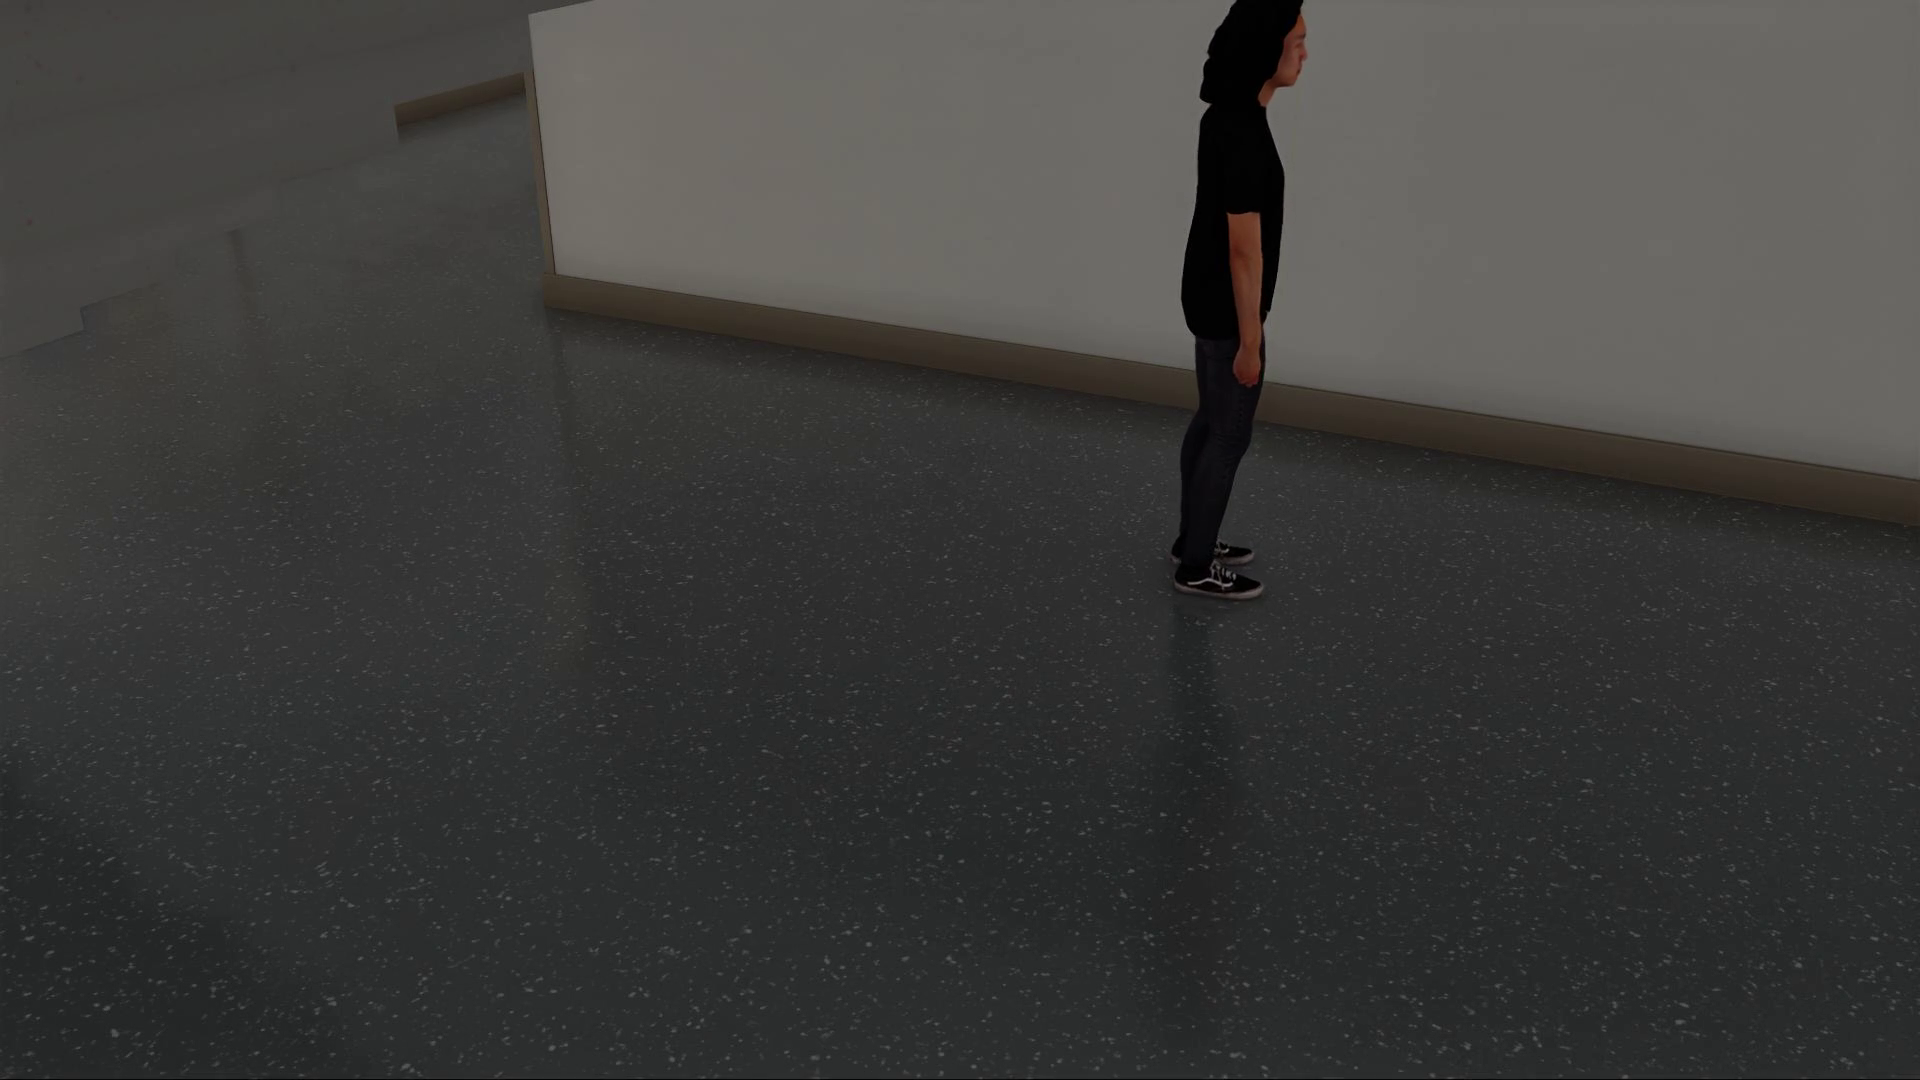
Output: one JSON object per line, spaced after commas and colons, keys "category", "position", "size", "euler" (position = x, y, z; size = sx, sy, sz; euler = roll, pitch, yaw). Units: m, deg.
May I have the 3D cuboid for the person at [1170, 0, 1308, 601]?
{"category": "person", "position": [0.783, -0.703, 4.924], "size": [0.691, 1.826, 0.706], "euler": [-1, 26, -1]}
